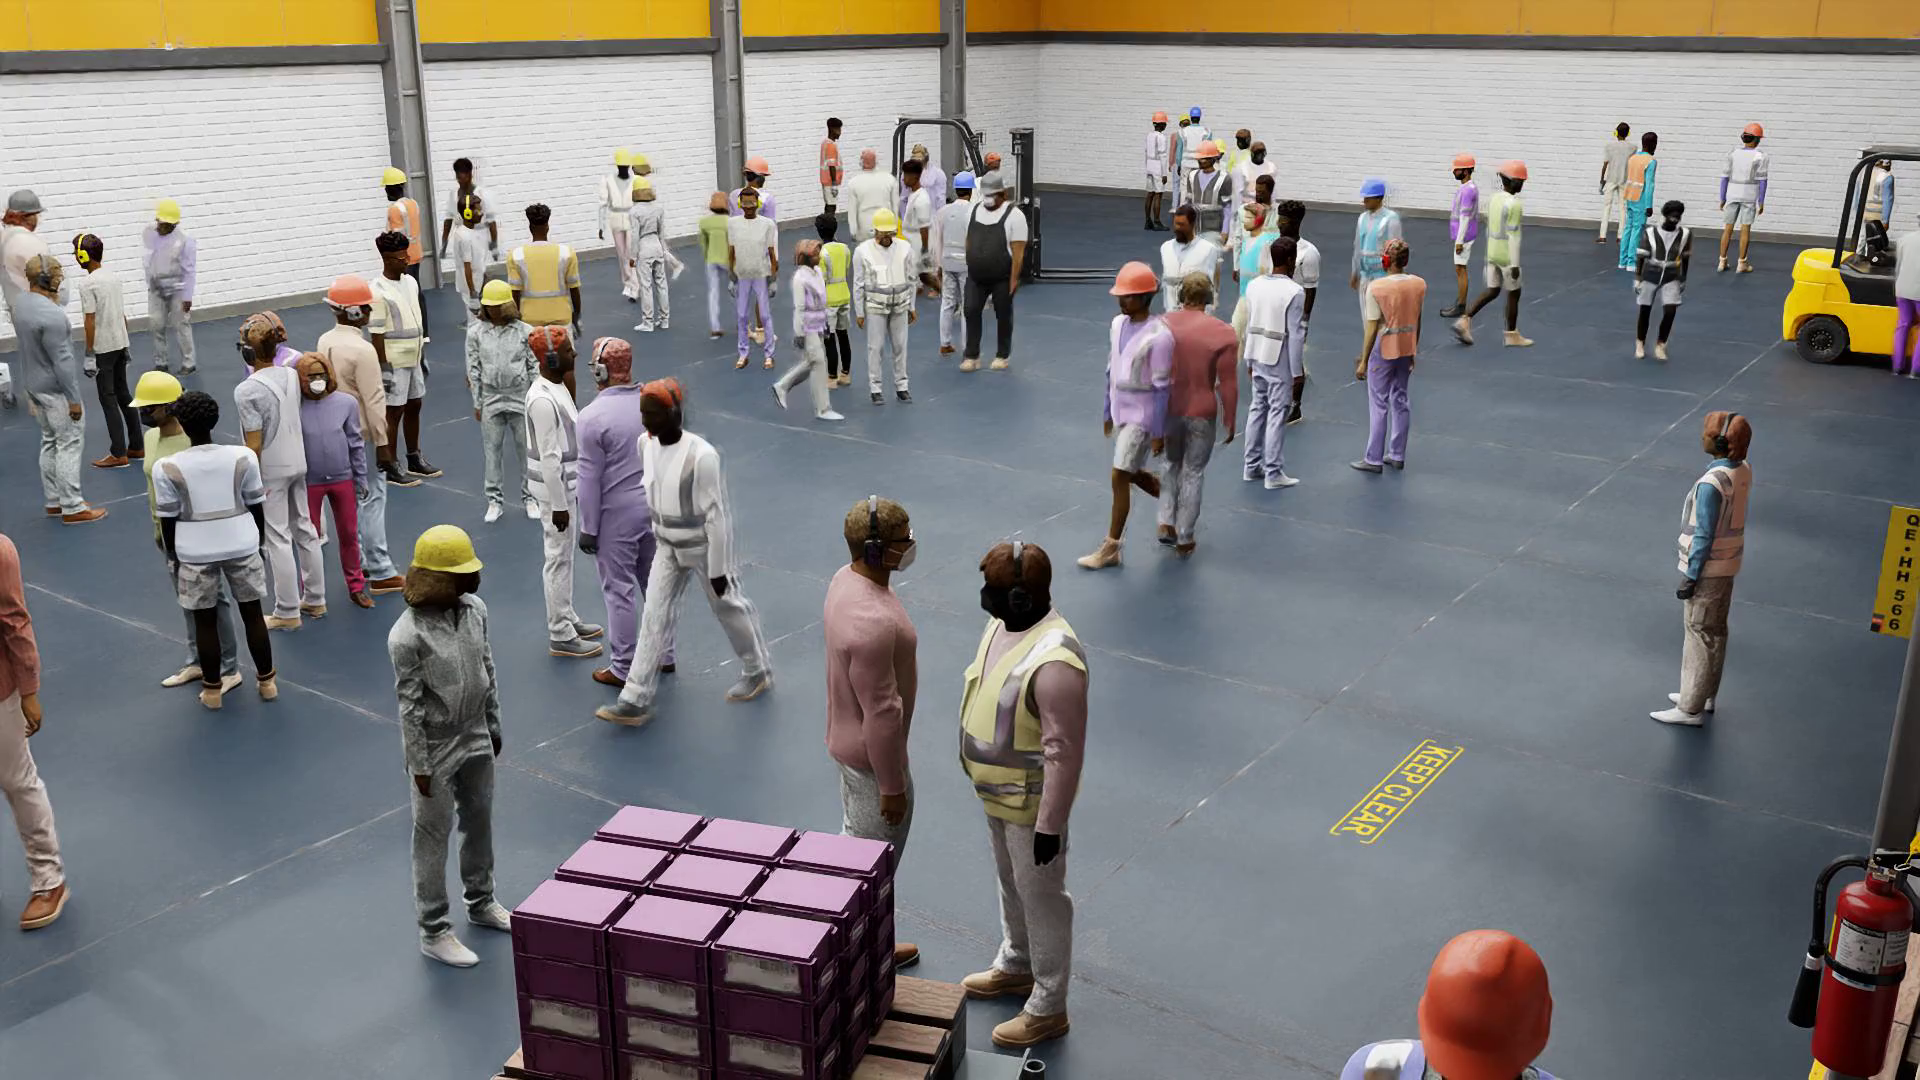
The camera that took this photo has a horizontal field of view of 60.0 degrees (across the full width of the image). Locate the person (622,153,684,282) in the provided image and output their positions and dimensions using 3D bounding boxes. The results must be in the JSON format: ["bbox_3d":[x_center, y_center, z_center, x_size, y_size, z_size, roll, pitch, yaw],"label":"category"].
[{"bbox_3d":[-4.137,-4.298,22.219,0.766,1.718,0.488,-8,19,-23],"label":"person"}]

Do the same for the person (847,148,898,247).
[{"bbox_3d":[-1.089,-3.934,20.844,0.658,1.915,0.691,-3,18,-9],"label":"person"}]

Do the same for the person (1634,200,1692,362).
[{"bbox_3d":[7.236,-2.671,17.192,0.561,1.663,0.584,4,18,11],"label":"person"}]

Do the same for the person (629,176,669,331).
[{"bbox_3d":[-3.565,-3.251,18.922,0.311,1.735,0.483,15,23,39],"label":"person"}]

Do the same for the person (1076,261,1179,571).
[{"bbox_3d":[1.199,-0.827,10.899,0.944,2.015,0.617,-8,19,-24],"label":"person"}]

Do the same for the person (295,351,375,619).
[{"bbox_3d":[-3.808,-0.335,9.984,0.498,1.626,0.289,-12,21,-33],"label":"person"}]

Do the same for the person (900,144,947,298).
[{"bbox_3d":[-0.473,-4.038,21.079,0.637,1.928,0.387,8,19,22],"label":"person"}]

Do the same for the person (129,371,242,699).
[{"bbox_3d":[-4.096,-0.024,8.774,0.526,1.769,0.330,12,21,34],"label":"person"}]

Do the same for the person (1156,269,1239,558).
[{"bbox_3d":[1.522,-0.830,11.045,0.654,1.920,0.440,7,19,22],"label":"person"}]

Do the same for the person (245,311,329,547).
[{"bbox_3d":[-4.561,-0.734,11.219,0.523,1.631,0.313,7,19,20],"label":"person"}]

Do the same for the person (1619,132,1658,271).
[{"bbox_3d":[9.495,-4.732,23.275,0.397,1.911,0.587,-2,18,-8],"label":"person"}]

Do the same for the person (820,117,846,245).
[{"bbox_3d":[-1.961,-5.511,25.626,0.392,1.956,0.609,-4,18,-11],"label":"person"}]

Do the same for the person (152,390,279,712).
[{"bbox_3d":[-3.859,0.058,8.649,0.533,1.694,0.321,-10,20,-29],"label":"person"}]

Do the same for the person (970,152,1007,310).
[{"bbox_3d":[0.362,-3.775,20.313,0.572,1.887,0.356,-15,23,-39],"label":"person"}]

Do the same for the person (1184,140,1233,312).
[{"bbox_3d":[2.961,-3.778,20.080,0.620,2.040,0.388,13,22,34],"label":"person"}]

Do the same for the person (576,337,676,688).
[{"bbox_3d":[-1.810,-0.148,8.962,0.398,1.900,0.636,11,21,31],"label":"person"}]

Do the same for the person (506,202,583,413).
[{"bbox_3d":[-3.578,-1.923,14.393,0.613,1.961,0.368,-6,19,-17],"label":"person"}]

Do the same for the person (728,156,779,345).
[{"bbox_3d":[-2.219,-3.145,18.114,0.613,2.033,0.410,10,20,29],"label":"person"}]

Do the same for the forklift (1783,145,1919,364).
[{"bbox_3d":[9.803,-2.879,17.013,2.313,2.155,1.214,12,21,33],"label":"forklift"}]

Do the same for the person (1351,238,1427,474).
[{"bbox_3d":[3.375,-1.435,13.058,0.565,1.846,0.390,-10,20,-28],"label":"person"}]

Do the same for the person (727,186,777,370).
[{"bbox_3d":[-2.097,-2.644,16.833,0.494,1.860,0.332,1,18,4],"label":"person"}]

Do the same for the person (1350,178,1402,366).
[{"bbox_3d":[4.206,-2.702,16.901,0.472,1.924,0.674,-9,20,-25],"label":"person"}]

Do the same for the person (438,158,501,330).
[{"bbox_3d":[-5.648,-3.372,18.979,0.651,1.920,0.832,11,21,30],"label":"person"}]

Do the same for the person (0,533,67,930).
[{"bbox_3d":[-3.918,0.597,6.496,0.625,1.980,0.411,-2,18,-6],"label":"person"}]

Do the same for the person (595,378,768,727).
[{"bbox_3d":[-1.398,0.057,8.476,0.590,1.808,1.060,13,22,36],"label":"person"}]

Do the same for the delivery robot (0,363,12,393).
[{"bbox_3d":[-8.930,-1.432,14.987,0.477,0.478,0.707,4,18,11],"label":"delivery robot"}]

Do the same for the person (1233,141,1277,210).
[{"bbox_3d":[4.044,-4.508,22.720,0.632,1.819,0.702,-1,18,-4],"label":"person"}]

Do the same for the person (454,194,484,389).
[{"bbox_3d":[-4.676,-2.383,16.007,0.331,1.864,0.505,-5,18,-15],"label":"person"}]

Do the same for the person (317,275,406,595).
[{"bbox_3d":[-3.733,-0.655,10.380,0.612,1.994,0.395,15,23,40],"label":"person"}]

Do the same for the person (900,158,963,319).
[{"bbox_3d":[-0.427,-3.408,19.099,0.921,1.931,0.603,-1,18,-2],"label":"person"}]

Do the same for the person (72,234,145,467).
[{"bbox_3d":[-6.824,-1.509,13.287,0.343,1.856,0.526,1,18,4],"label":"person"}]

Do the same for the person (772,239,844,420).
[{"bbox_3d":[-1.372,-1.881,14.820,0.670,1.617,0.525,4,18,14],"label":"person"}]

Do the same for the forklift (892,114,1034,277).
[{"bbox_3d":[-0.171,-4.594,22.377,2.313,2.155,1.214,1,18,3],"label":"forklift"}]
